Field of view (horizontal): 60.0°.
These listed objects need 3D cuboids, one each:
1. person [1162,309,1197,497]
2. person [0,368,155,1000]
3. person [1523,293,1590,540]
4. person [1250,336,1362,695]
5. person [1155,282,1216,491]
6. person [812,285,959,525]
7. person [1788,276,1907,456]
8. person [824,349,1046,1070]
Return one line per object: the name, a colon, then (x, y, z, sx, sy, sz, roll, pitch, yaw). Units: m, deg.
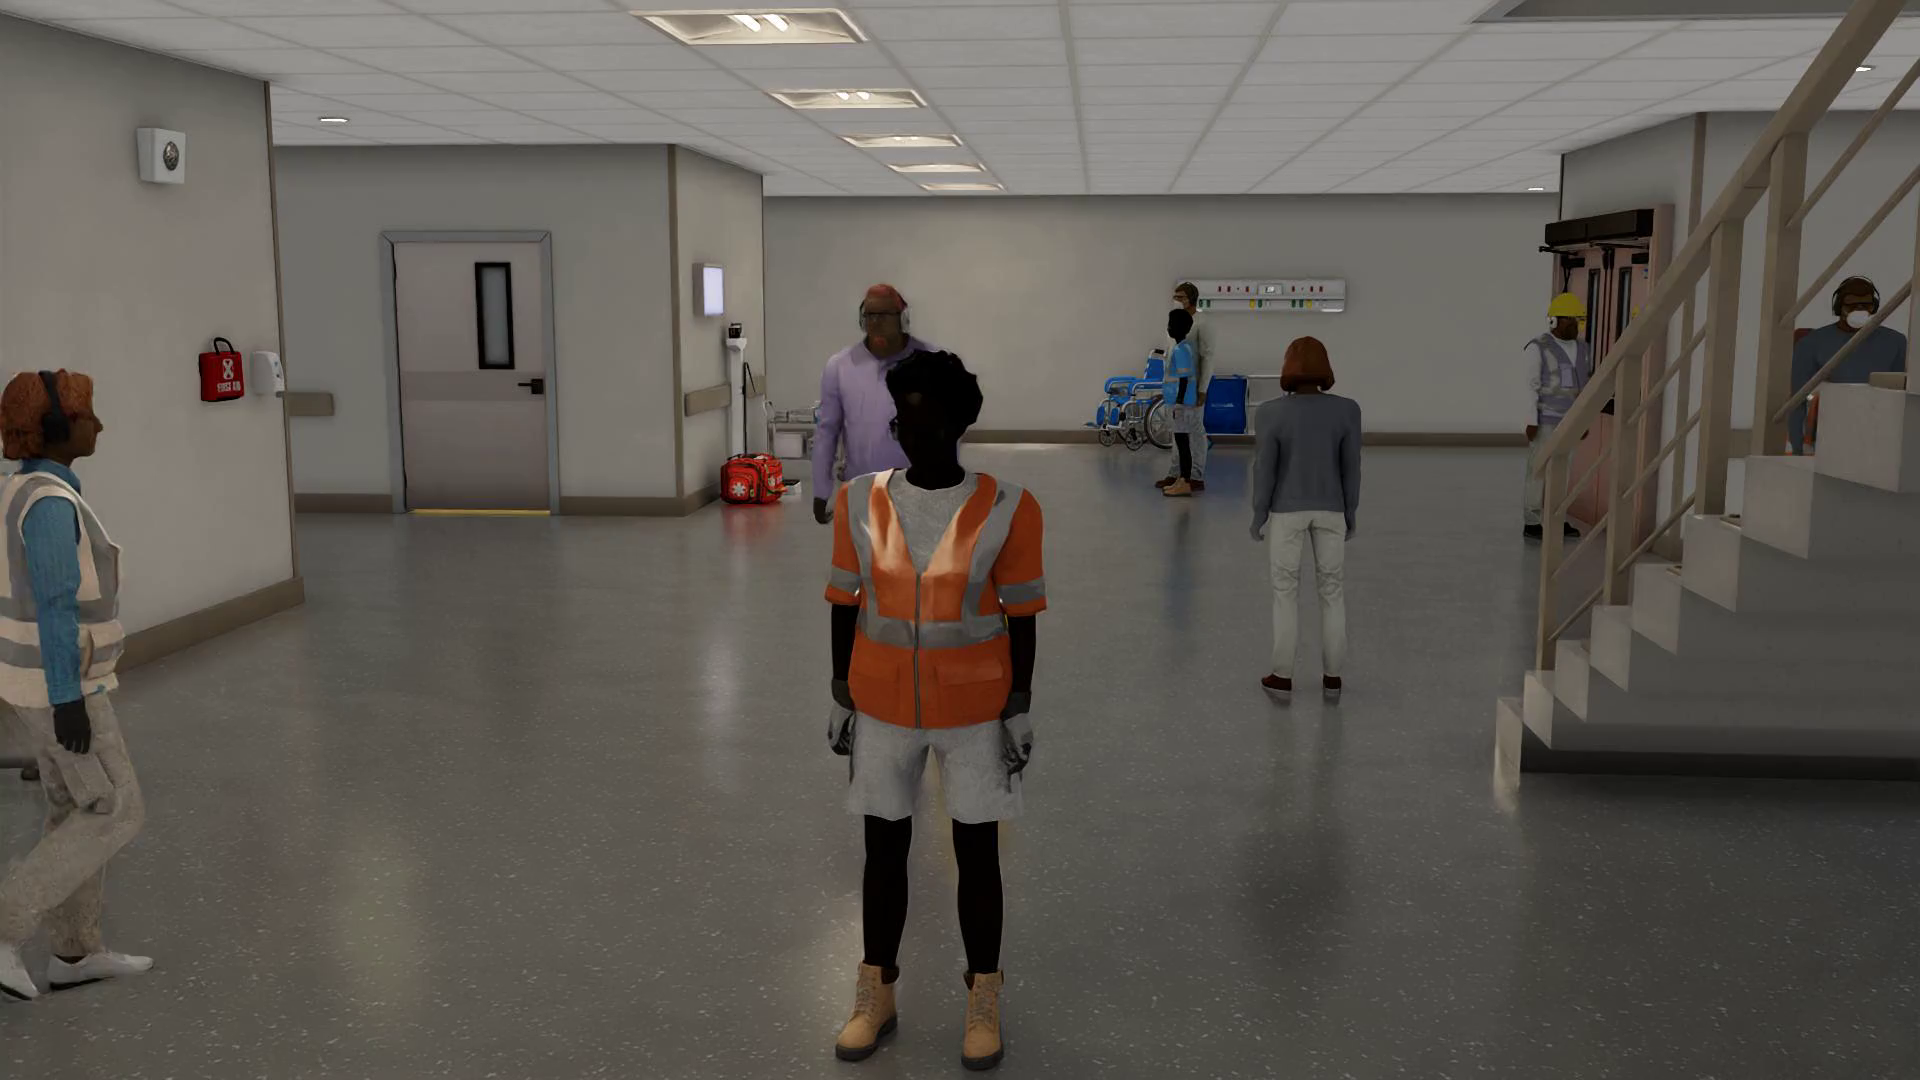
person: (1.981, -1.237, 15.033, 0.315, 1.695, 0.541, 1, 8, 7)
person: (-2.313, 0.383, 4.236, 0.411, 1.630, 0.527, -5, 10, -32)
person: (4.470, -0.921, 12.424, 0.592, 1.833, 0.404, -4, 9, -25)
person: (1.571, -0.107, 7.569, 0.497, 1.633, 0.279, 0, 8, -3)
person: (2.100, -1.419, 15.461, 0.373, 1.940, 0.630, -6, 10, -33)
person: (-0.367, -0.246, 7.756, 0.668, 1.853, 0.977, 2, 9, 12)
person: (5.059, -0.535, 9.504, 0.636, 1.928, 0.391, 1, 8, 9)
person: (-0.067, 0.399, 3.921, 0.529, 1.694, 0.321, 2, 9, 11)
